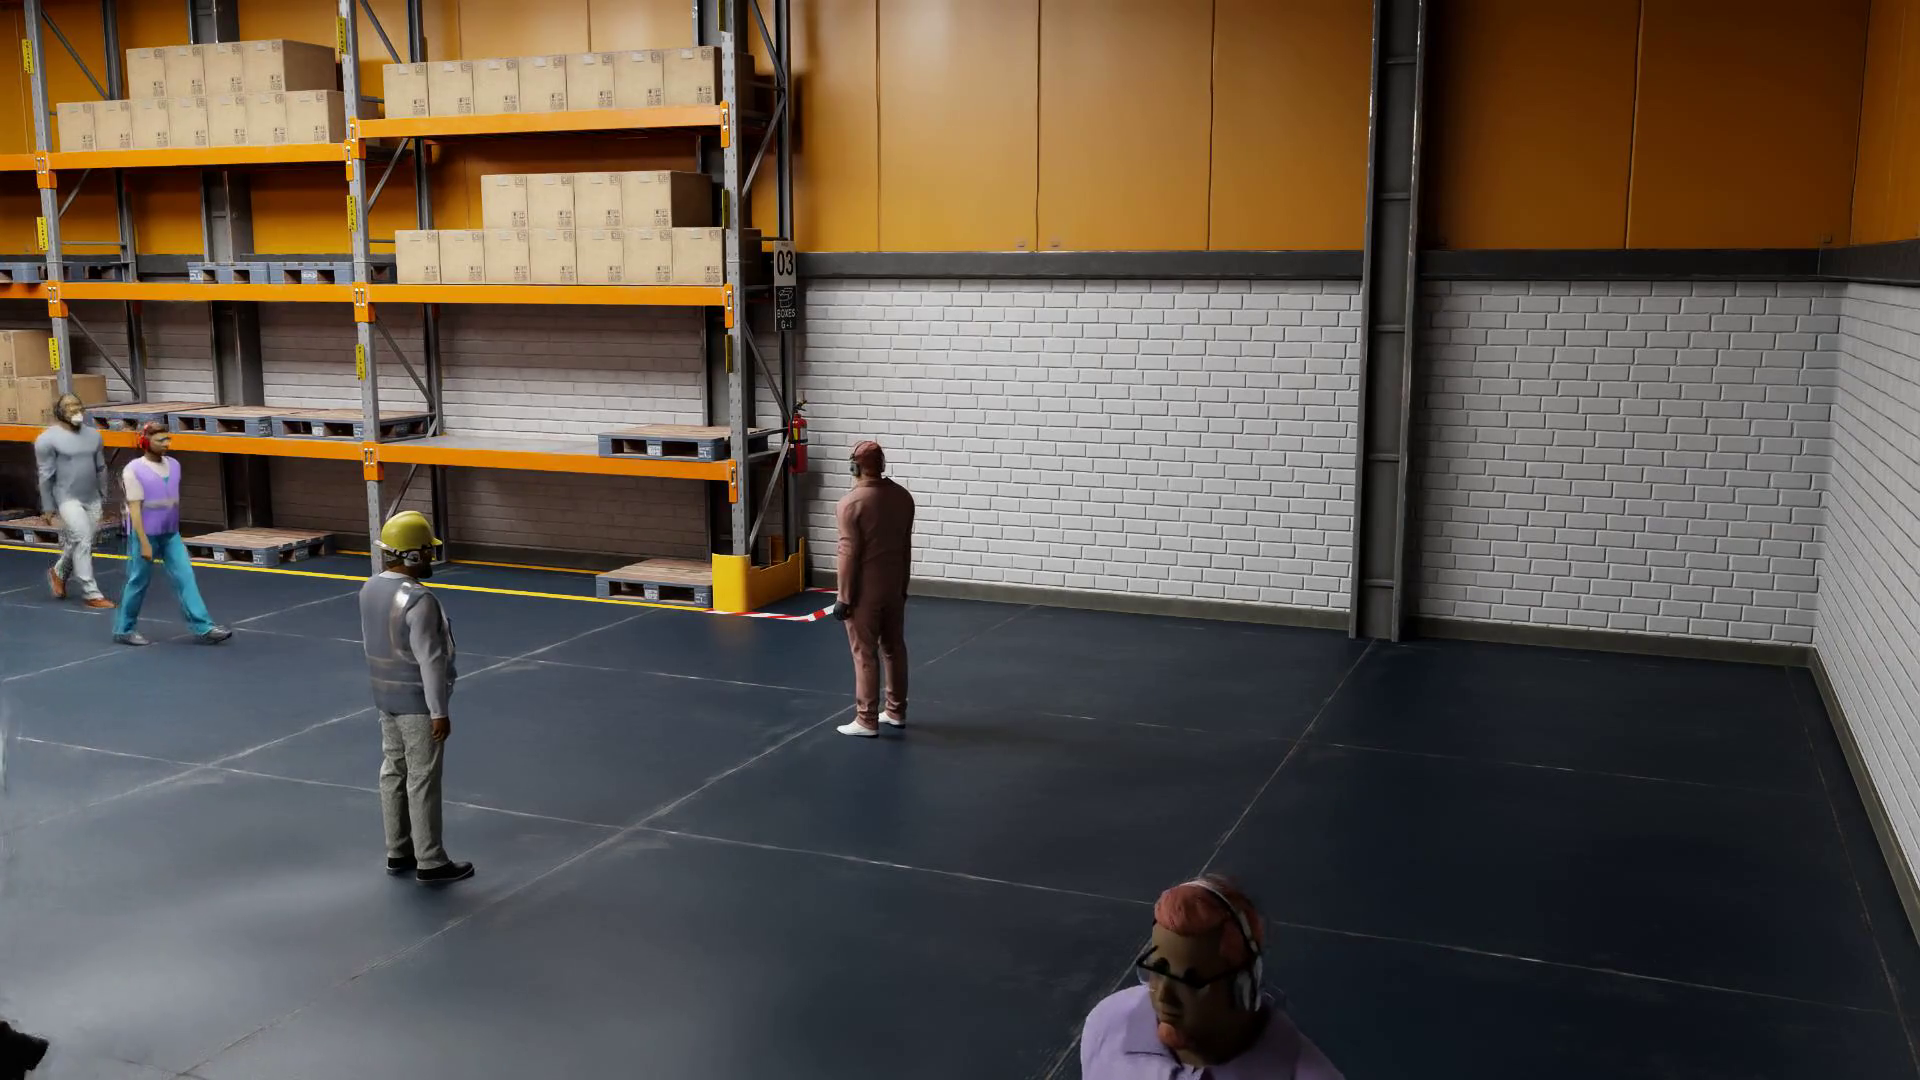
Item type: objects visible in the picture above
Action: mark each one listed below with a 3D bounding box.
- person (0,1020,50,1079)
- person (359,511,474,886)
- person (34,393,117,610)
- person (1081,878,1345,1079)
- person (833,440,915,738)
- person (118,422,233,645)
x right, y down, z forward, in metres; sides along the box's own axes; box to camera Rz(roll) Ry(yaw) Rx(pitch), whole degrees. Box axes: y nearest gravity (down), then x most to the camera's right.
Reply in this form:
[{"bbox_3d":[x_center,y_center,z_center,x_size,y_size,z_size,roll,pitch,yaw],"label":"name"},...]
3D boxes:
[{"bbox_3d":[-3.555,1.105,5.784,0.546,1.926,0.544,-1,9,-4],"label":"person"},{"bbox_3d":[-2.662,0.767,8.122,0.593,1.833,0.404,8,12,41],"label":"person"},{"bbox_3d":[-7.837,-0.349,14.661,0.855,1.916,0.635,4,10,23],"label":"person"},{"bbox_3d":[0.452,1.550,3.183,0.670,1.892,0.453,8,13,42],"label":"person"},{"bbox_3d":[-0.581,0.311,10.675,0.399,1.904,0.644,8,12,40],"label":"person"},{"bbox_3d":[-6.292,-0.034,13.100,0.988,1.790,0.592,3,10,17],"label":"person"}]
